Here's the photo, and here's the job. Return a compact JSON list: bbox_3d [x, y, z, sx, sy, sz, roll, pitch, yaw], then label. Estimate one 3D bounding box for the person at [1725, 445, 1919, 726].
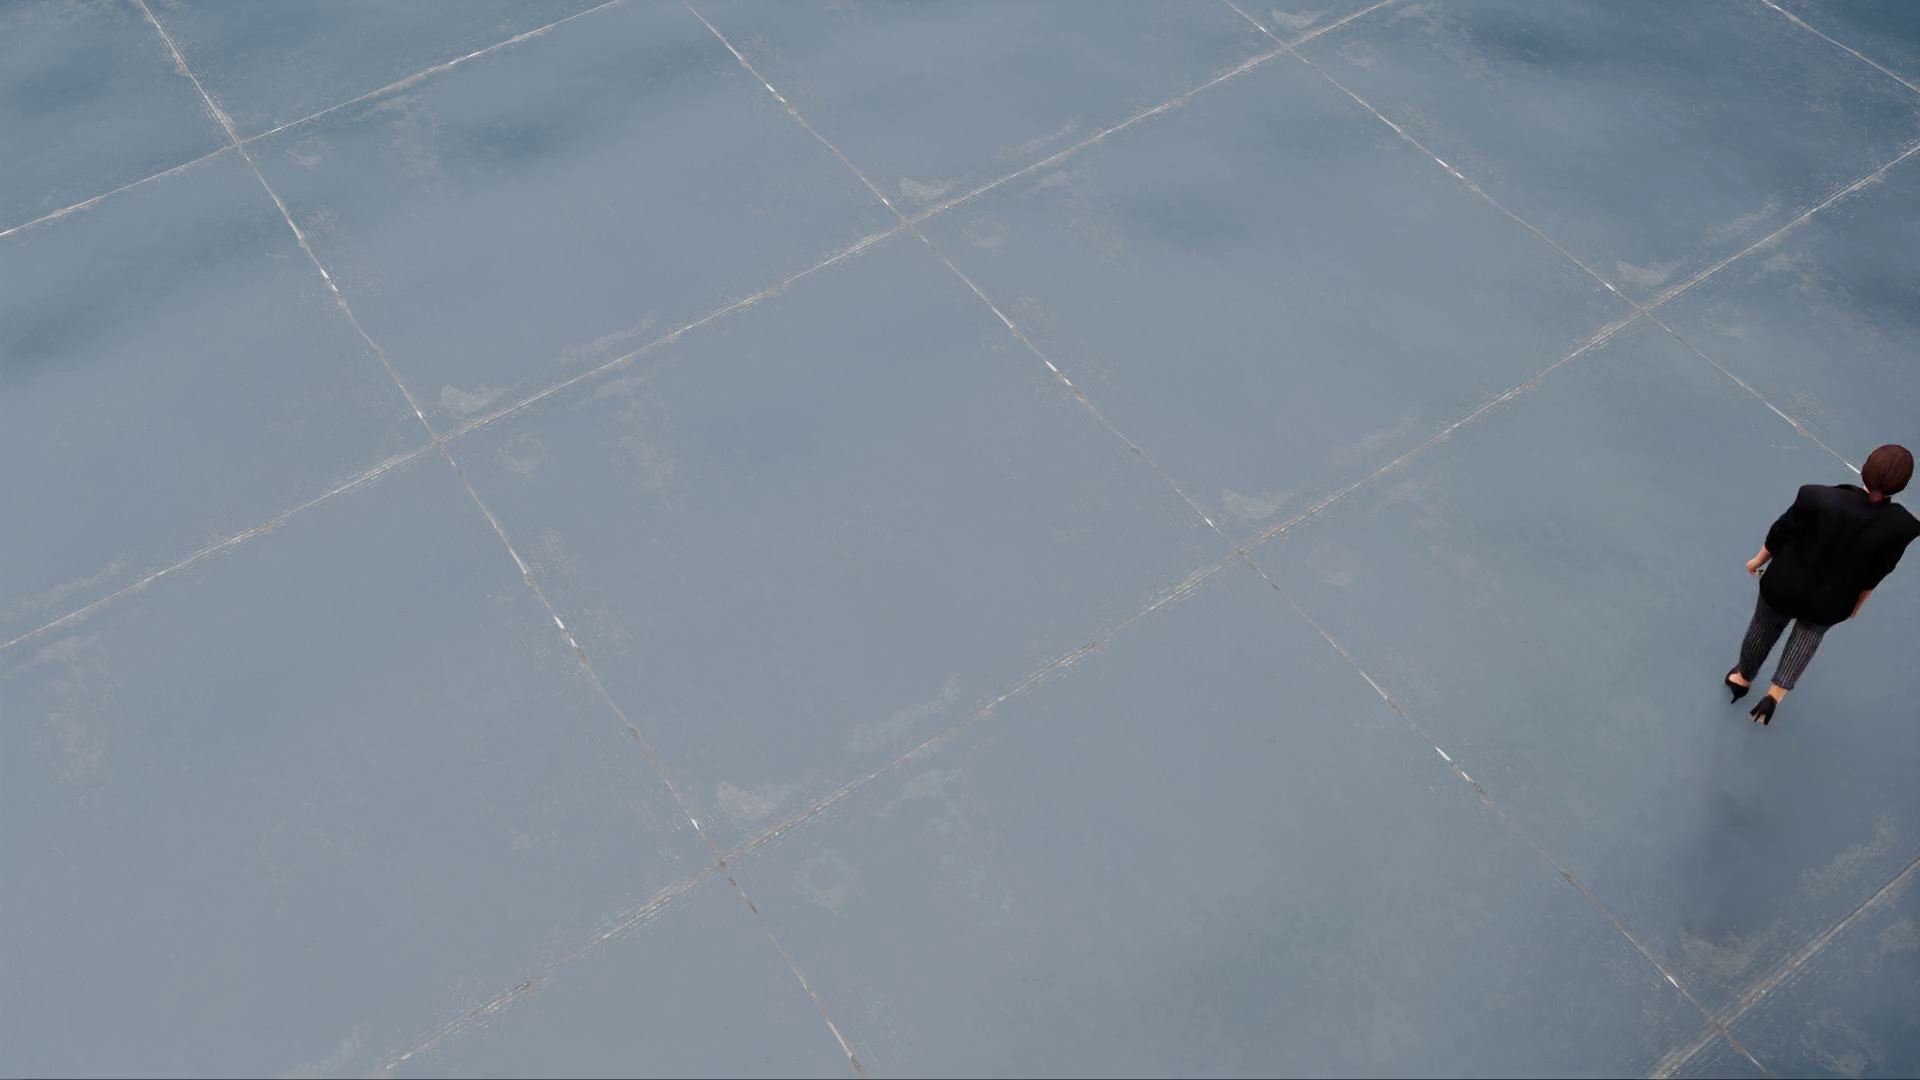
[{"bbox_3d":[3.631,0.265,7.127,0.803,1.707,0.865,18,54,14],"label":"person"}]
